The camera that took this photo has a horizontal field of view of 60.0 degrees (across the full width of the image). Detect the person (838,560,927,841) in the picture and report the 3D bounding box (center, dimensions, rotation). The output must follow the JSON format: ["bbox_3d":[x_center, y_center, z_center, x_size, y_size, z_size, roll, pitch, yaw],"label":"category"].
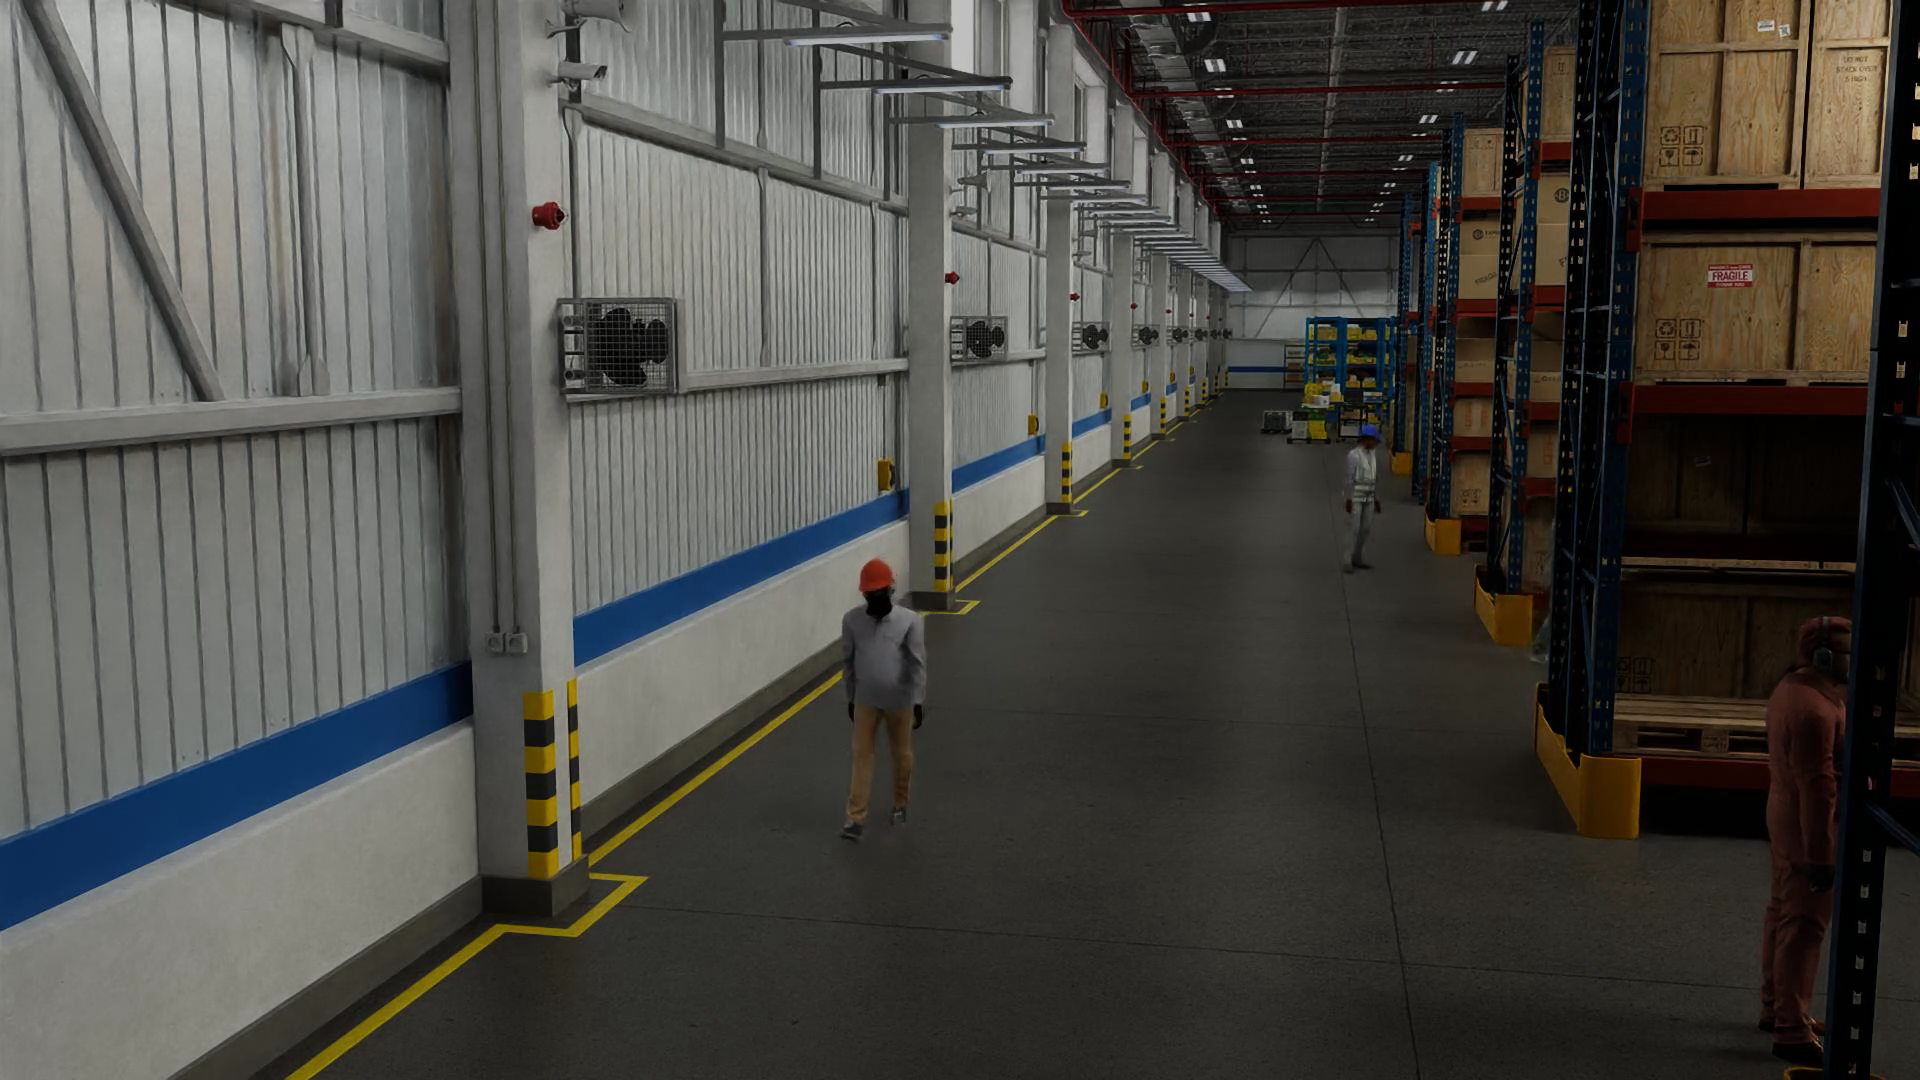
[{"bbox_3d":[-0.483,0.977,10.205,0.578,1.704,0.877,2,7,12],"label":"person"}]

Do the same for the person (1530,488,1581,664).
[{"bbox_3d":[5.620,0.355,15.243,0.501,1.689,0.892,-6,9,-38],"label":"person"}]

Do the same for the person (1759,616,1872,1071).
[{"bbox_3d":[3.657,1.267,7.115,0.409,1.907,0.649,2,7,18],"label":"person"}]

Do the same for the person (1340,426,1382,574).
[{"bbox_3d":[5.142,-0.520,21.466,0.679,1.905,0.406,-7,10,-43],"label":"person"}]
